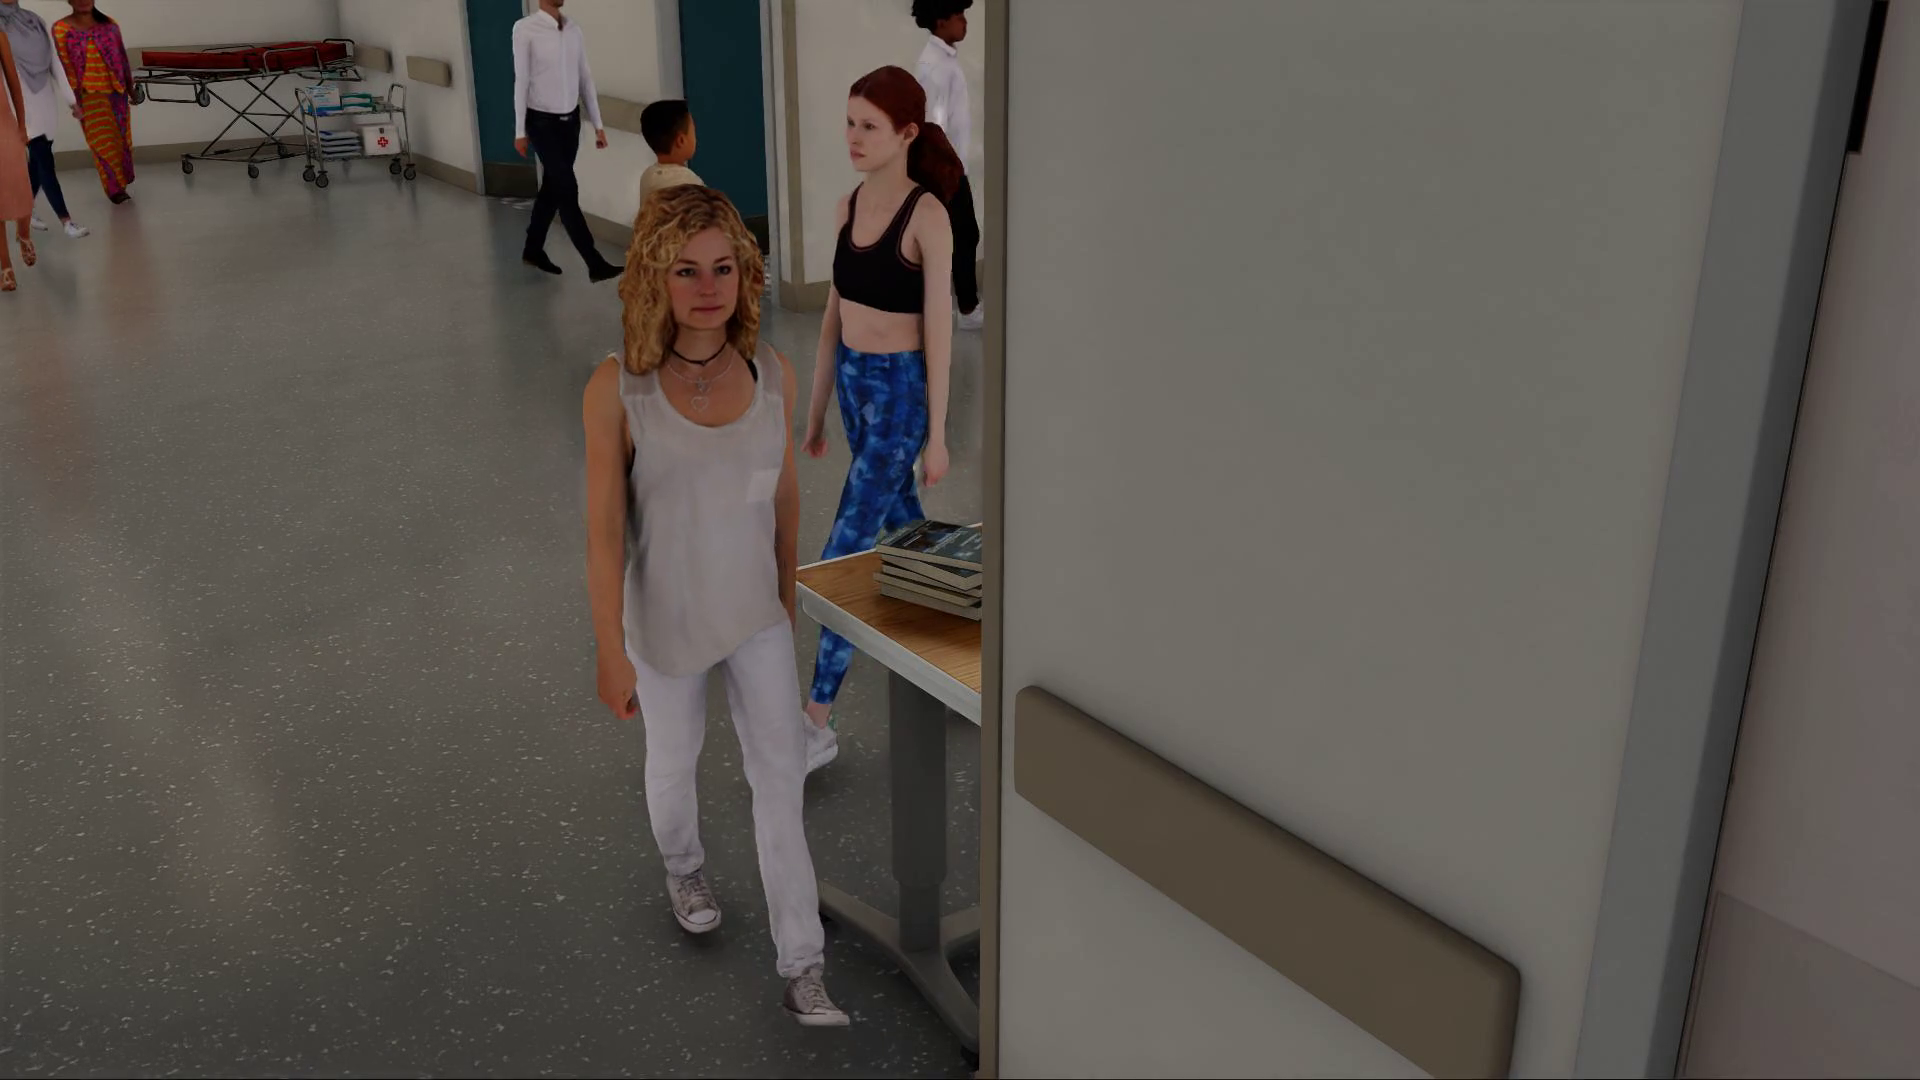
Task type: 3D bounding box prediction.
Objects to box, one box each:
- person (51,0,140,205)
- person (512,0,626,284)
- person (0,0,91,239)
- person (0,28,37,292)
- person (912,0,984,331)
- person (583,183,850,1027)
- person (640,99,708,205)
[{"bbox_3d":[-6.595,-3.464,12.757,0.726,1.676,1.156,-18,27,-39],"label":"person"},{"bbox_3d":[-2.441,-2.426,9.777,1.298,1.822,0.888,15,26,35],"label":"person"},{"bbox_3d":[-6.313,-2.916,11.240,1.220,1.741,0.954,12,24,29],"label":"person"},{"bbox_3d":[-5.688,-2.382,9.719,0.647,1.820,0.770,-10,23,-25],"label":"person"},{"bbox_3d":[-0.168,-1.982,8.706,1.069,1.789,1.094,0,21,1],"label":"person"},{"bbox_3d":[-0.538,0.129,3.361,0.758,1.628,1.100,-9,22,-22],"label":"person"},{"bbox_3d":[-1.160,-0.931,6.431,0.965,1.435,0.821,14,25,33],"label":"person"}]
